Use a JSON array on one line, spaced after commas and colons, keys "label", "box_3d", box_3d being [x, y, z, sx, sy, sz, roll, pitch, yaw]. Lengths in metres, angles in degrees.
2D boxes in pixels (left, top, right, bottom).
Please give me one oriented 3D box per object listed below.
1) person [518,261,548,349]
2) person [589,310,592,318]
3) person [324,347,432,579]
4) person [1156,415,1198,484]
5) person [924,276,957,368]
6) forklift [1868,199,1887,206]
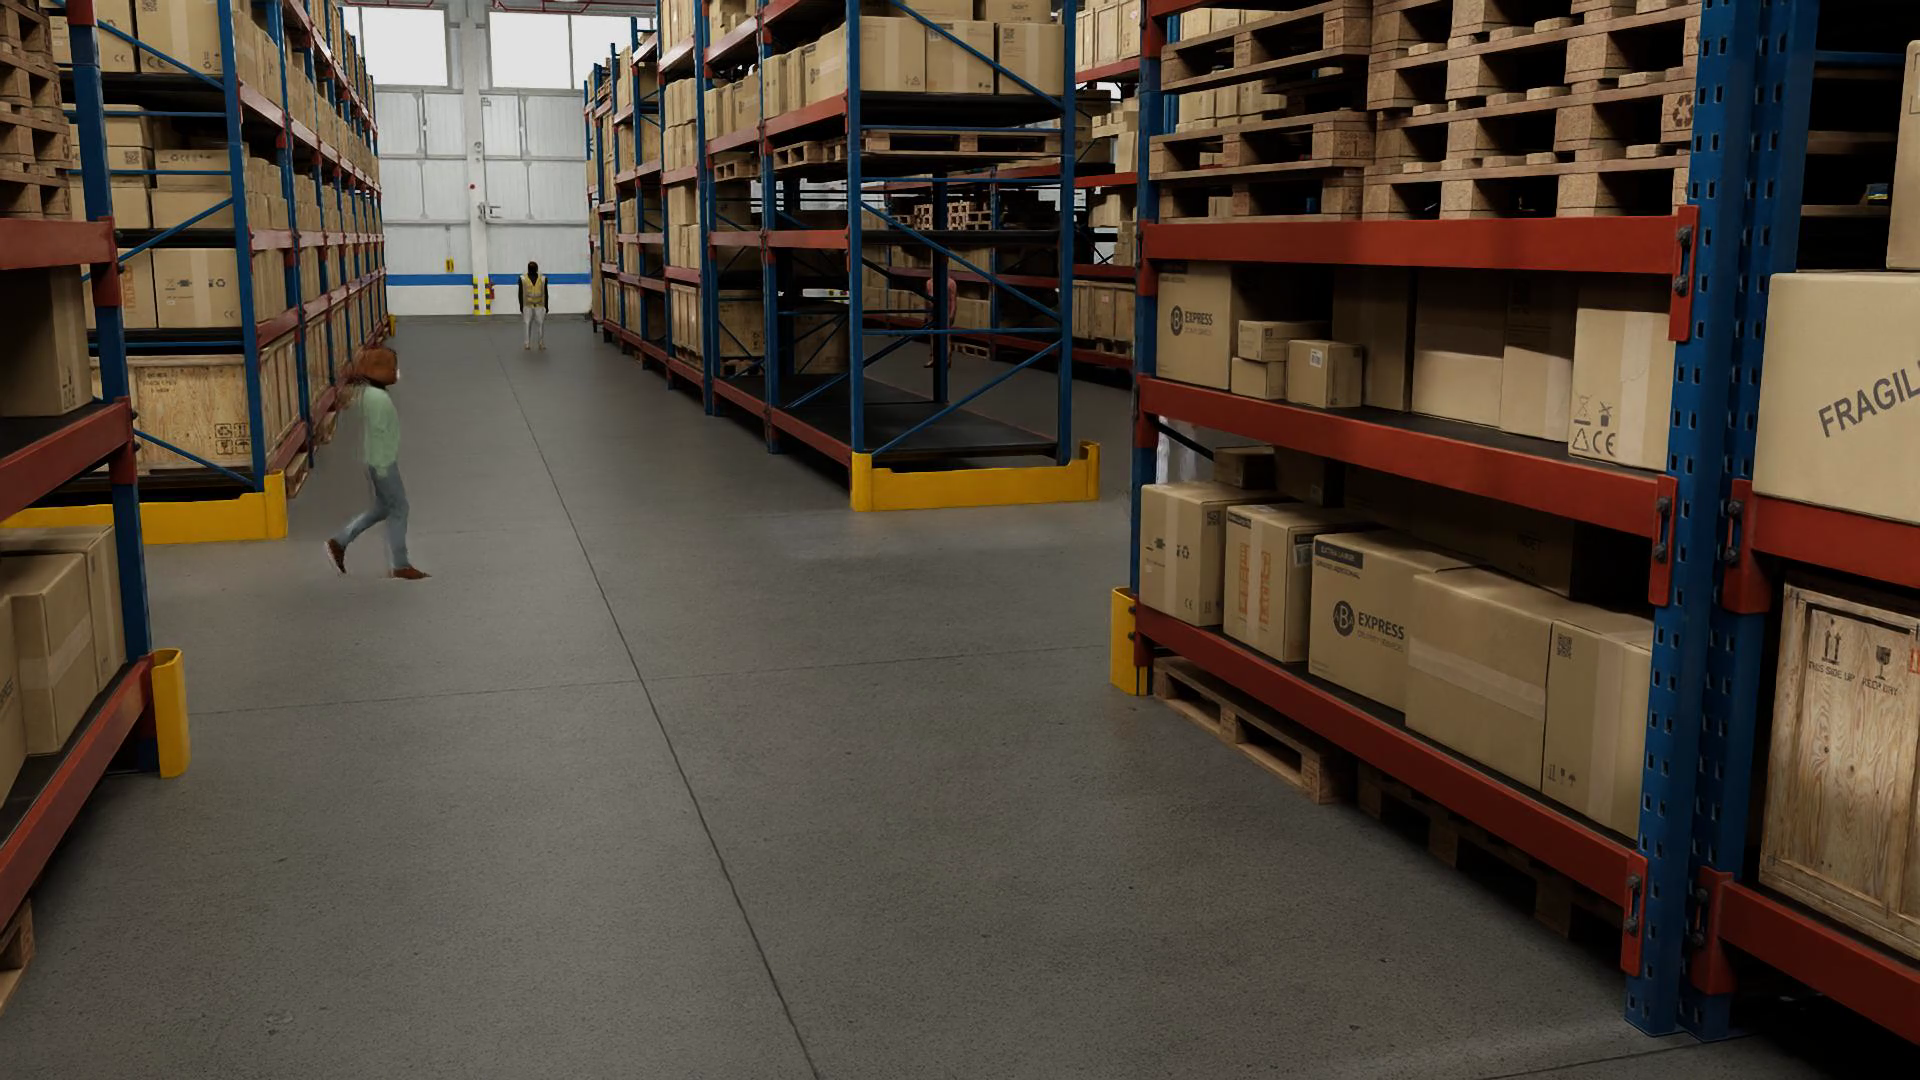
[{"label": "person", "box_3d": [-8.936, -4.913, 34.872, 0.619, 1.838, 0.430, -4, 11, -22]}, {"label": "person", "box_3d": [-9.766, -6.873, 45.416, 0.663, 1.908, 0.566, -2, 10, -8]}, {"label": "person", "box_3d": [-4.014, -0.510, 11.355, 0.630, 1.615, 0.508, -4, 11, -22]}, {"label": "person", "box_3d": [1.831, -1.149, 14.395, 0.562, 1.773, 1.027, 3, 11, 18]}, {"label": "person", "box_3d": [-0.380, -4.022, 29.792, 0.651, 1.906, 0.403, 6, 12, 30]}, {"label": "forklift", "box_3d": [11.338, -2.915, 21.052, 1.129, 2.768, 1.873, -3, 11, -17]}]
